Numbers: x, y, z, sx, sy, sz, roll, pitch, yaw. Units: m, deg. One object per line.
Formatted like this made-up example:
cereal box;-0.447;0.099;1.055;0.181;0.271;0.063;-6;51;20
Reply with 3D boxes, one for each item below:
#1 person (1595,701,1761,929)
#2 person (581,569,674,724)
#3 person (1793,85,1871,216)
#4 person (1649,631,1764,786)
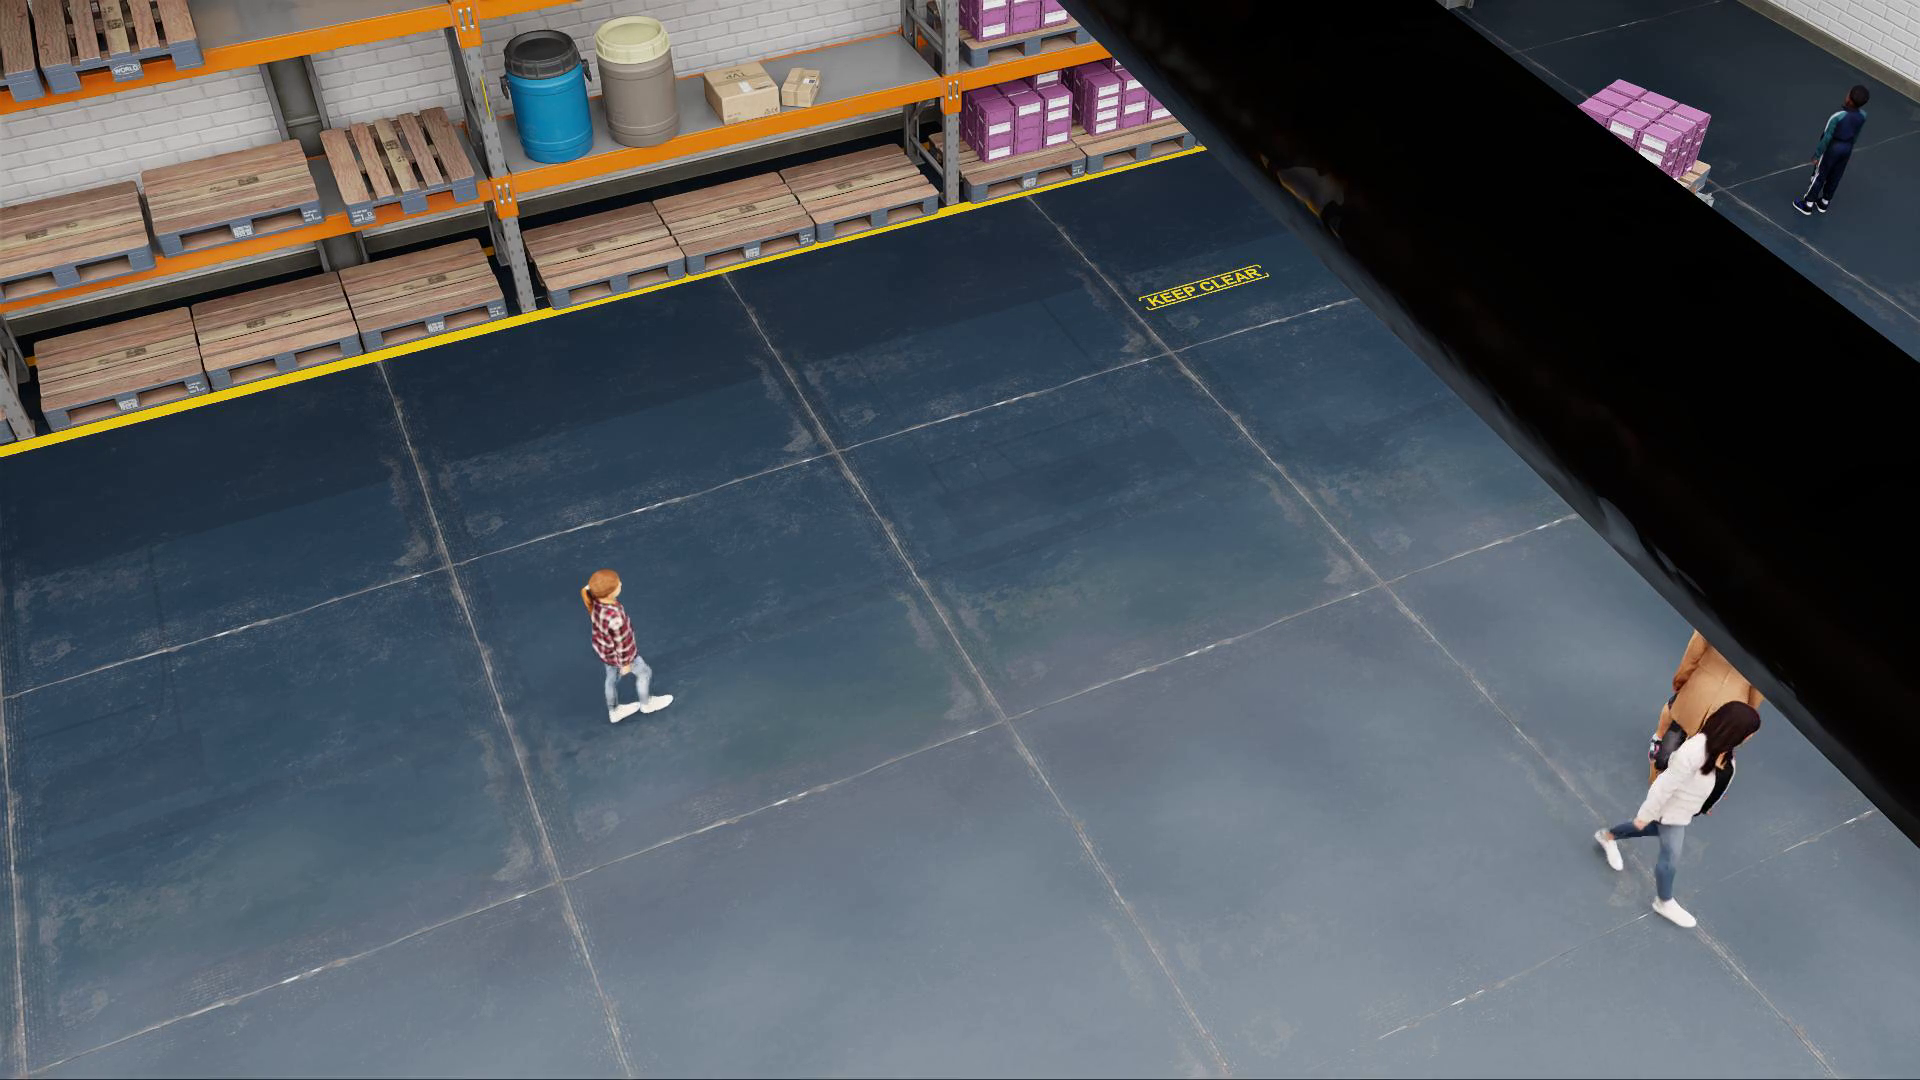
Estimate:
person;4.060;1.444;9.534;0.999;1.594;0.882;-26;49;-24
person;-2.232;0.706;10.524;0.689;1.295;0.609;-27;50;-25
person;7.894;-3.522;14.991;0.483;1.255;0.607;-6;44;-7
person;4.549;0.918;9.994;0.762;1.720;0.786;26;49;25
